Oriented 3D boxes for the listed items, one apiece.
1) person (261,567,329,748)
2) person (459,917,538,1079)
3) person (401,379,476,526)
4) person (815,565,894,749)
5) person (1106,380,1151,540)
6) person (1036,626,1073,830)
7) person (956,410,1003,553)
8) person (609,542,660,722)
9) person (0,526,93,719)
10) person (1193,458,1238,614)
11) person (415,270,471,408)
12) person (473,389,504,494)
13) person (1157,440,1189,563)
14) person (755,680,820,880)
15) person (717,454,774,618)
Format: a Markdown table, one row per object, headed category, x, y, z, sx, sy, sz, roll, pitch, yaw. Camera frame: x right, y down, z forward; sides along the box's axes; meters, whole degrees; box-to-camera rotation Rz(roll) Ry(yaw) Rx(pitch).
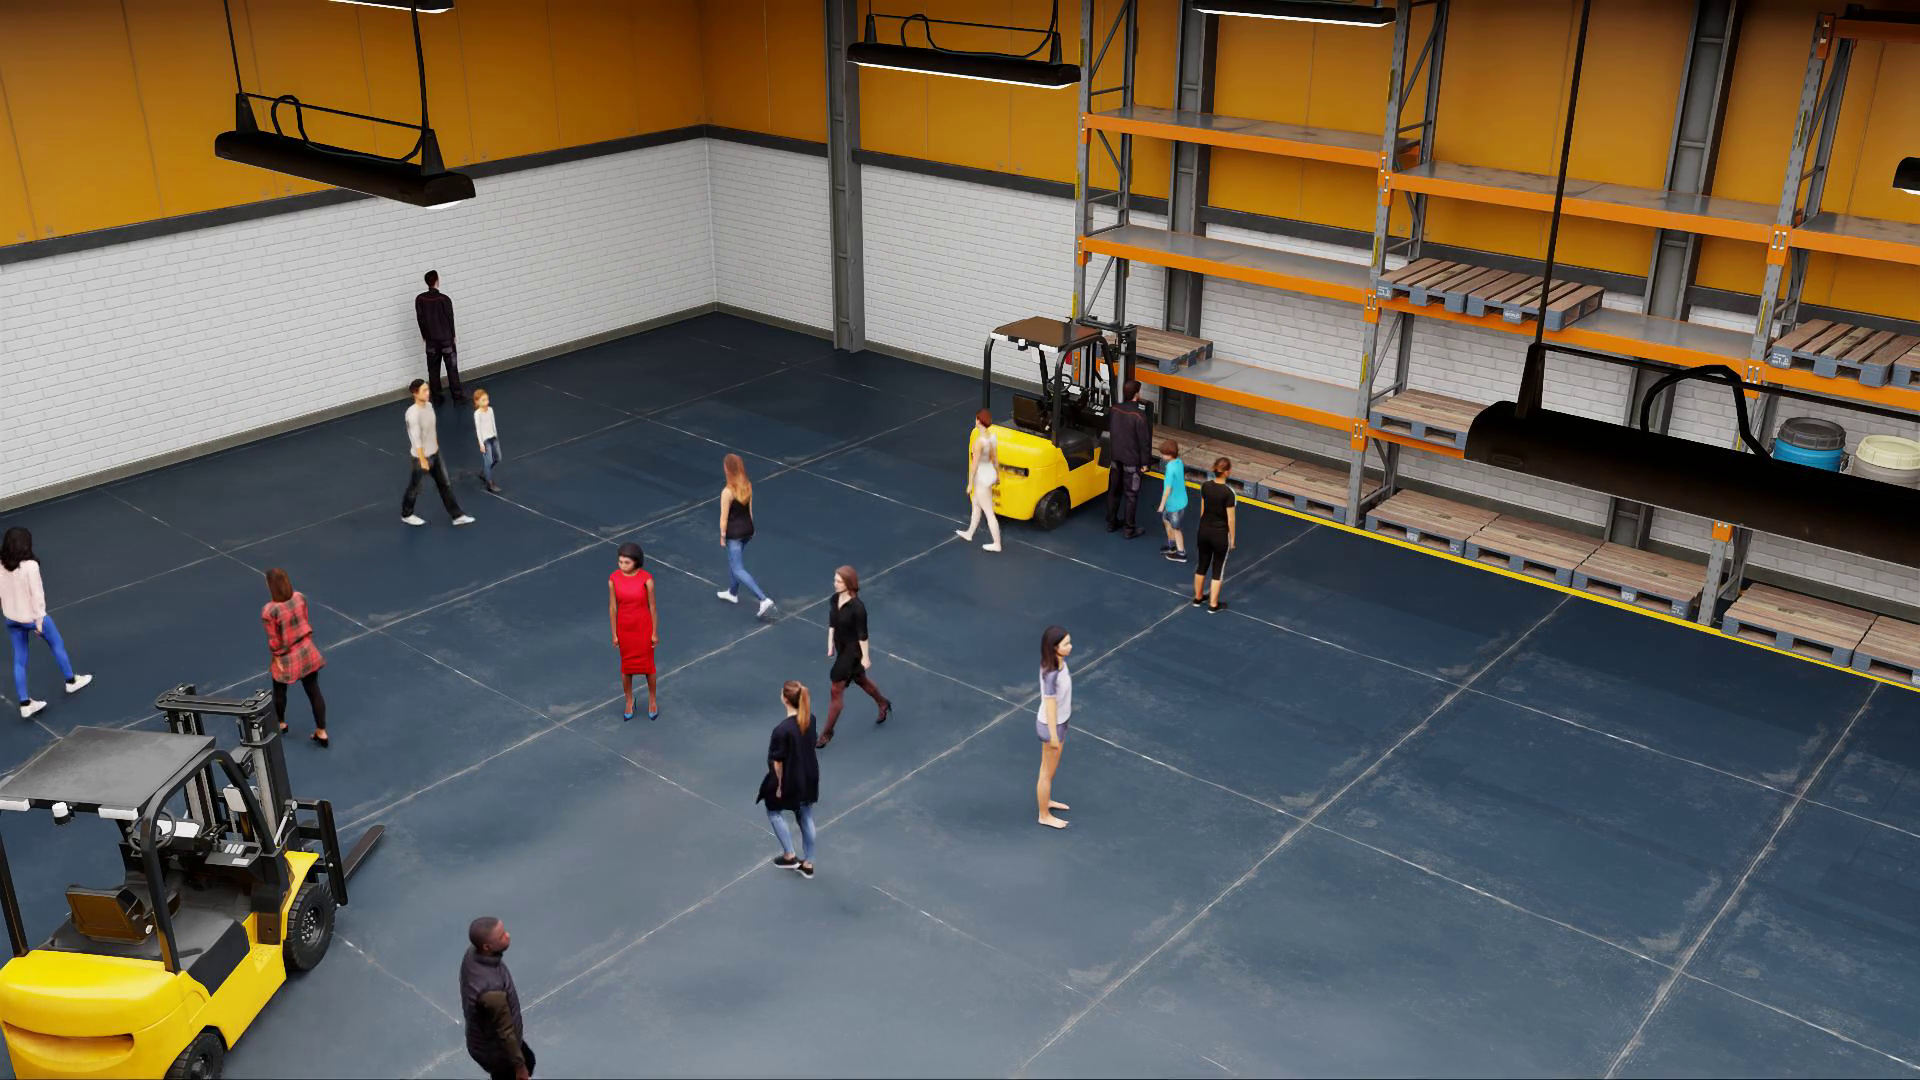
| category | x | y | z | sx | sy | sz | roll | pitch | yaw |
| --- | --- | --- | --- | --- | --- | --- | --- | --- | --- |
| person | -5.748 | 1.046 | 14.505 | 0.908 | 1.674 | 0.623 | 18 | 29 | 35 |
| person | -2.801 | 2.998 | 9.844 | 0.907 | 1.830 | 0.787 | -10 | 26 | -22 |
| person | -6.196 | -0.960 | 18.982 | 1.244 | 1.763 | 1.026 | 5 | 24 | 11 |
| person | -0.907 | 0.992 | 14.646 | 0.817 | 1.659 | 1.077 | -18 | 29 | -35 |
| person | 1.880 | -0.928 | 18.814 | 0.779 | 1.840 | 0.526 | -21 | 31 | -40 |
| person | 0.752 | 1.479 | 13.440 | 0.667 | 1.733 | 0.661 | 4 | 24 | 10 |
| person | 0.359 | -0.620 | 18.390 | 0.909 | 1.616 | 0.676 | 13 | 27 | 27 |
| person | -2.912 | 0.816 | 14.941 | 0.627 | 1.746 | 0.706 | 0 | 24 | 0 |
| person | -8.507 | 0.781 | 15.060 | 1.034 | 1.714 | 0.951 | 8 | 25 | 17 |
| person | 2.605 | -0.060 | 17.045 | 0.661 | 1.667 | 0.477 | -21 | 31 | -39 |
| person | -7.177 | -2.781 | 22.958 | 0.726 | 1.916 | 0.840 | 3 | 24 | 7 |
| person | -5.763 | -1.204 | 20.110 | 0.630 | 1.308 | 0.547 | 11 | 26 | 24 |
| person | 2.416 | -0.418 | 18.161 | 0.691 | 1.427 | 0.671 | 11 | 26 | 24 |
| person | -1.189 | 1.859 | 12.647 | 0.666 | 1.673 | 0.646 | 20 | 30 | 38 |
| person | -2.203 | -0.034 | 16.950 | 1.092 | 1.694 | 0.678 | 14 | 27 | 28 |
